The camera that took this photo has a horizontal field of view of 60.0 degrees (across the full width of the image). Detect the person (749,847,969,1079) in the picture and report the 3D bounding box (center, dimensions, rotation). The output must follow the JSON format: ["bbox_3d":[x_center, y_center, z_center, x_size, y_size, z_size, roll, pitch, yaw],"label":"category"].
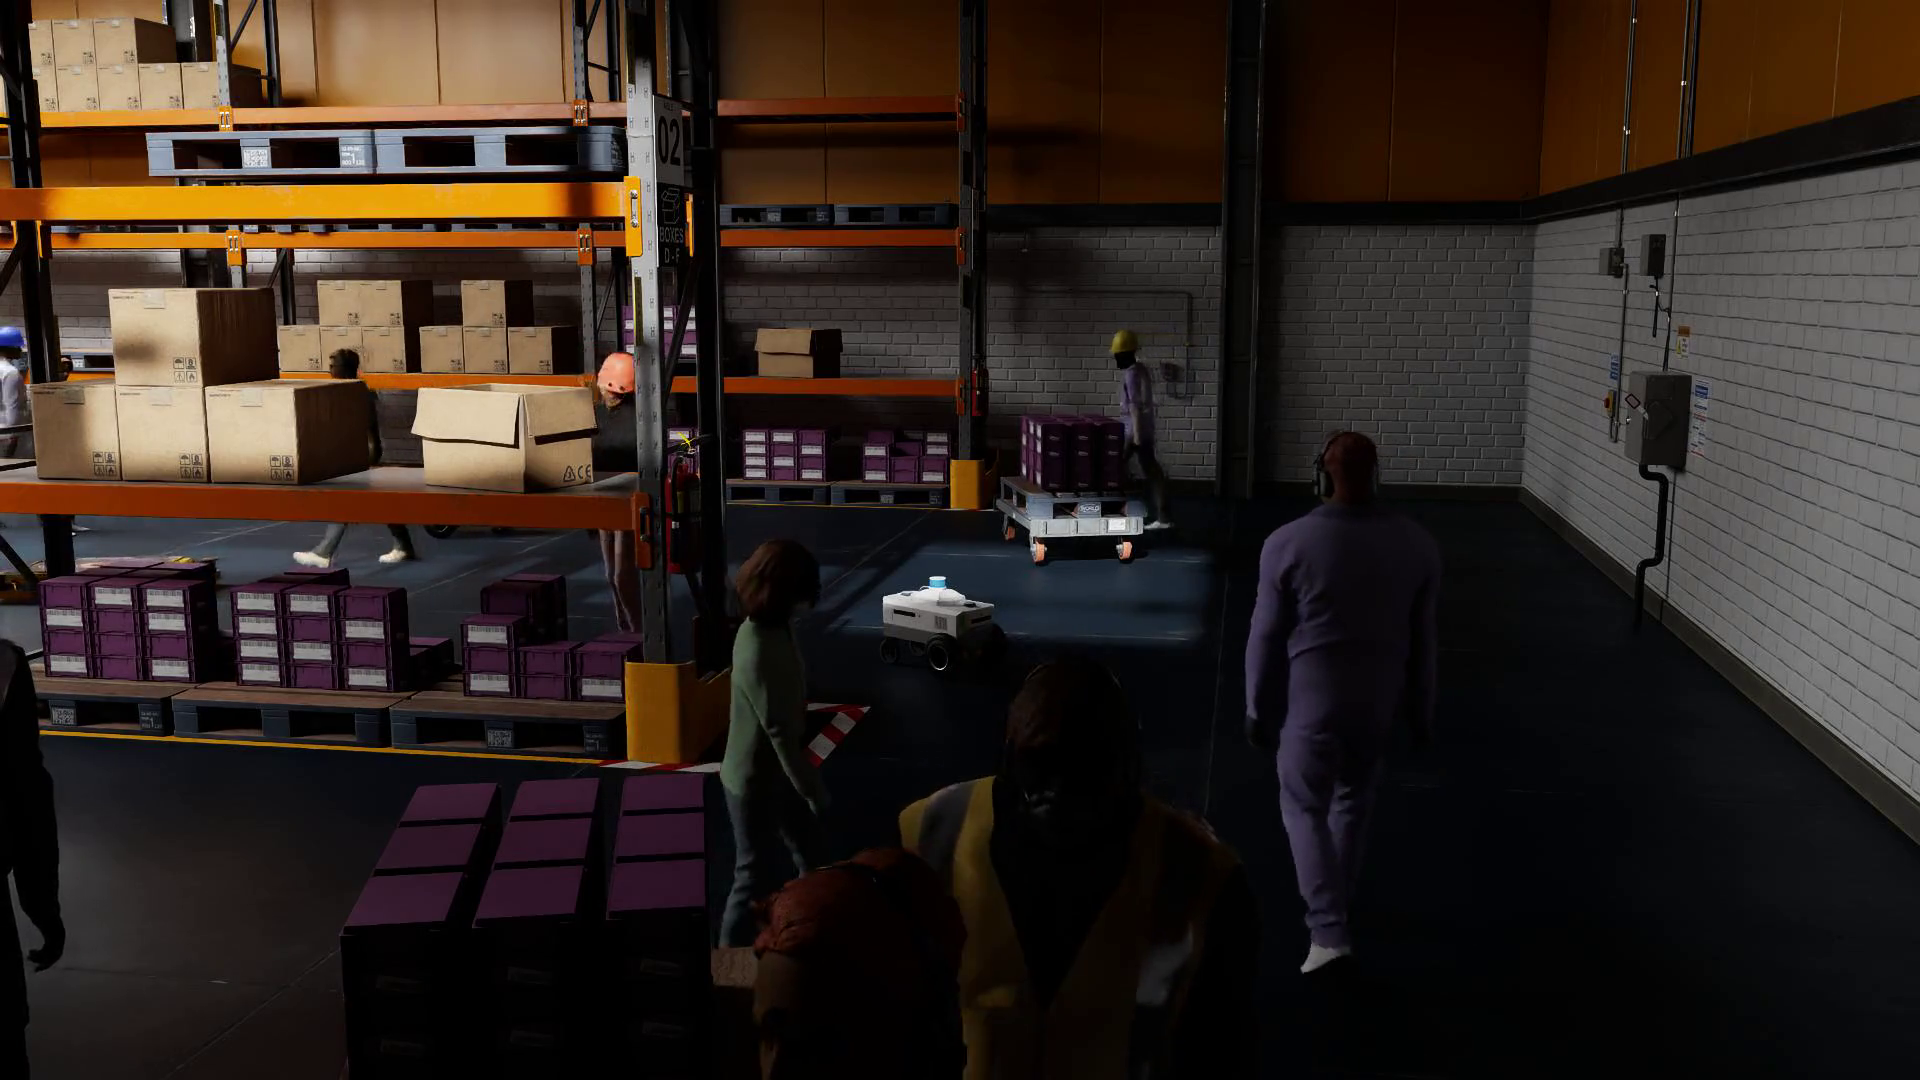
[{"bbox_3d":[-0.037,1.212,1.799,0.573,1.853,0.928,6,11,31],"label":"person"}]

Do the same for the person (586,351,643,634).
[{"bbox_3d":[-1.996,-0.136,9.842,0.373,1.957,0.650,-8,12,-42],"label":"person"}]

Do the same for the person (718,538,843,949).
[{"bbox_3d":[-0.511,0.777,5.246,0.656,1.599,0.531,1,9,7],"label":"person"}]

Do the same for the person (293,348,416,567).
[{"bbox_3d":[-4.967,-0.668,13.626,0.977,1.785,0.504,-4,10,-22],"label":"person"}]

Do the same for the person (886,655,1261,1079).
[{"bbox_3d":[0.159,1.068,2.752,0.660,1.819,0.478,1,9,8],"label":"person"}]

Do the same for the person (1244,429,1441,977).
[{"bbox_3d":[1.316,0.549,5.799,0.665,1.889,0.788,-1,9,-8],"label":"person"}]

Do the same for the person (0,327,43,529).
[{"bbox_3d":[-8.870,-1.039,15.596,0.629,1.909,0.700,7,11,36],"label":"person"}]

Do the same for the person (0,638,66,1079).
[{"bbox_3d":[-2.372,0.853,3.788,0.587,1.914,0.390,-3,10,-19],"label":"person"}]

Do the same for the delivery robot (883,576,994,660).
[{"bbox_3d":[-0.136,0.465,10.107,0.707,0.478,0.477,8,12,41],"label":"delivery robot"}]

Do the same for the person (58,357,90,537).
[{"bbox_3d":[-8.215,-0.852,15.218,0.312,1.636,0.520,-1,9,-5],"label":"person"}]

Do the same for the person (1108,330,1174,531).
[{"bbox_3d":[1.534,-1.006,15.451,1.016,1.860,0.626,3,10,21],"label":"person"}]

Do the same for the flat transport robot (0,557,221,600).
[{"bbox_3d":[-6.384,0.277,12.441,1.431,0.197,0.652,-1,9,-6],"label":"flat transport robot"}]
